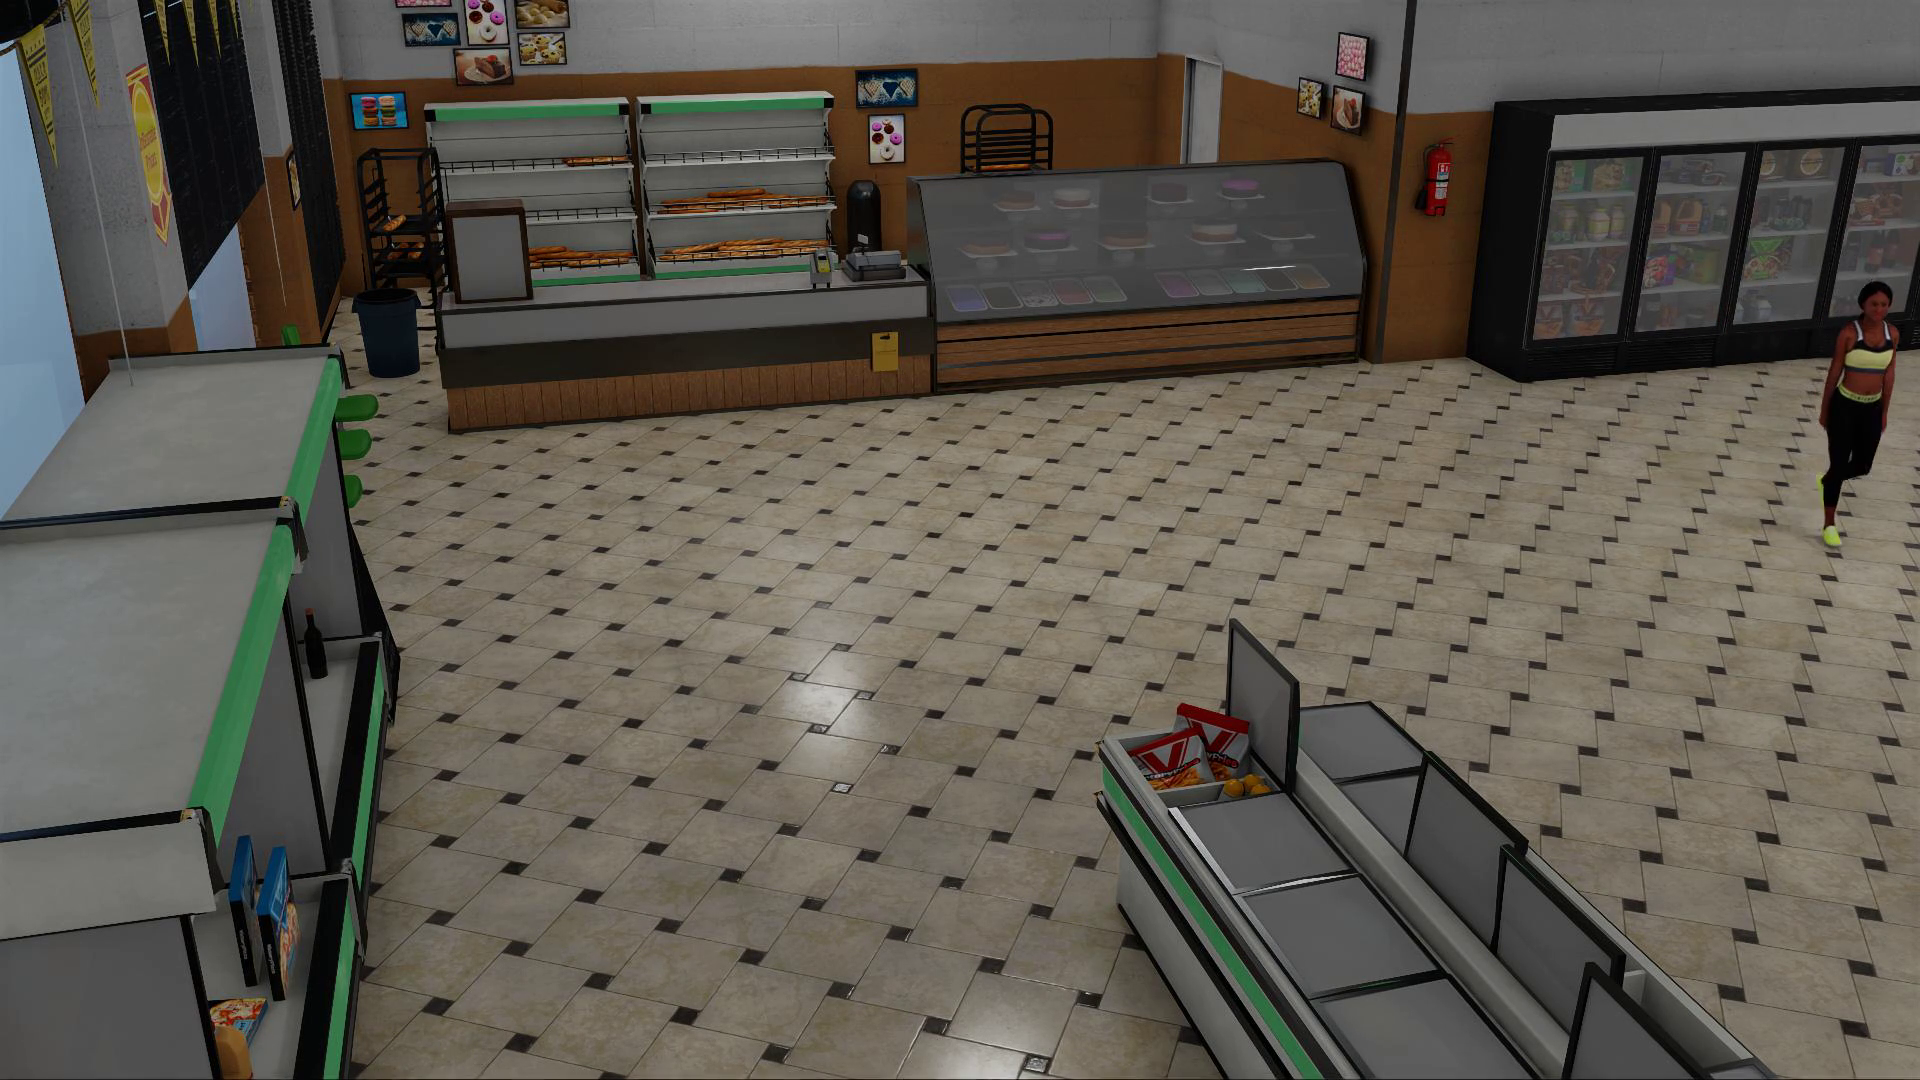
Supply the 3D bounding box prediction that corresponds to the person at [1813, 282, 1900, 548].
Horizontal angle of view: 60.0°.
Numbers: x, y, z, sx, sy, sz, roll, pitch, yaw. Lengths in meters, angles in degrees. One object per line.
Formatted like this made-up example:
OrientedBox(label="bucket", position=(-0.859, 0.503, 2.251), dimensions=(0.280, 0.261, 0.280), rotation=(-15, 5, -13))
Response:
OrientedBox(label="person", position=(5.859, -0.854, 10.956), dimensions=(0.734, 1.741, 0.937), rotation=(2, 22, 5))
